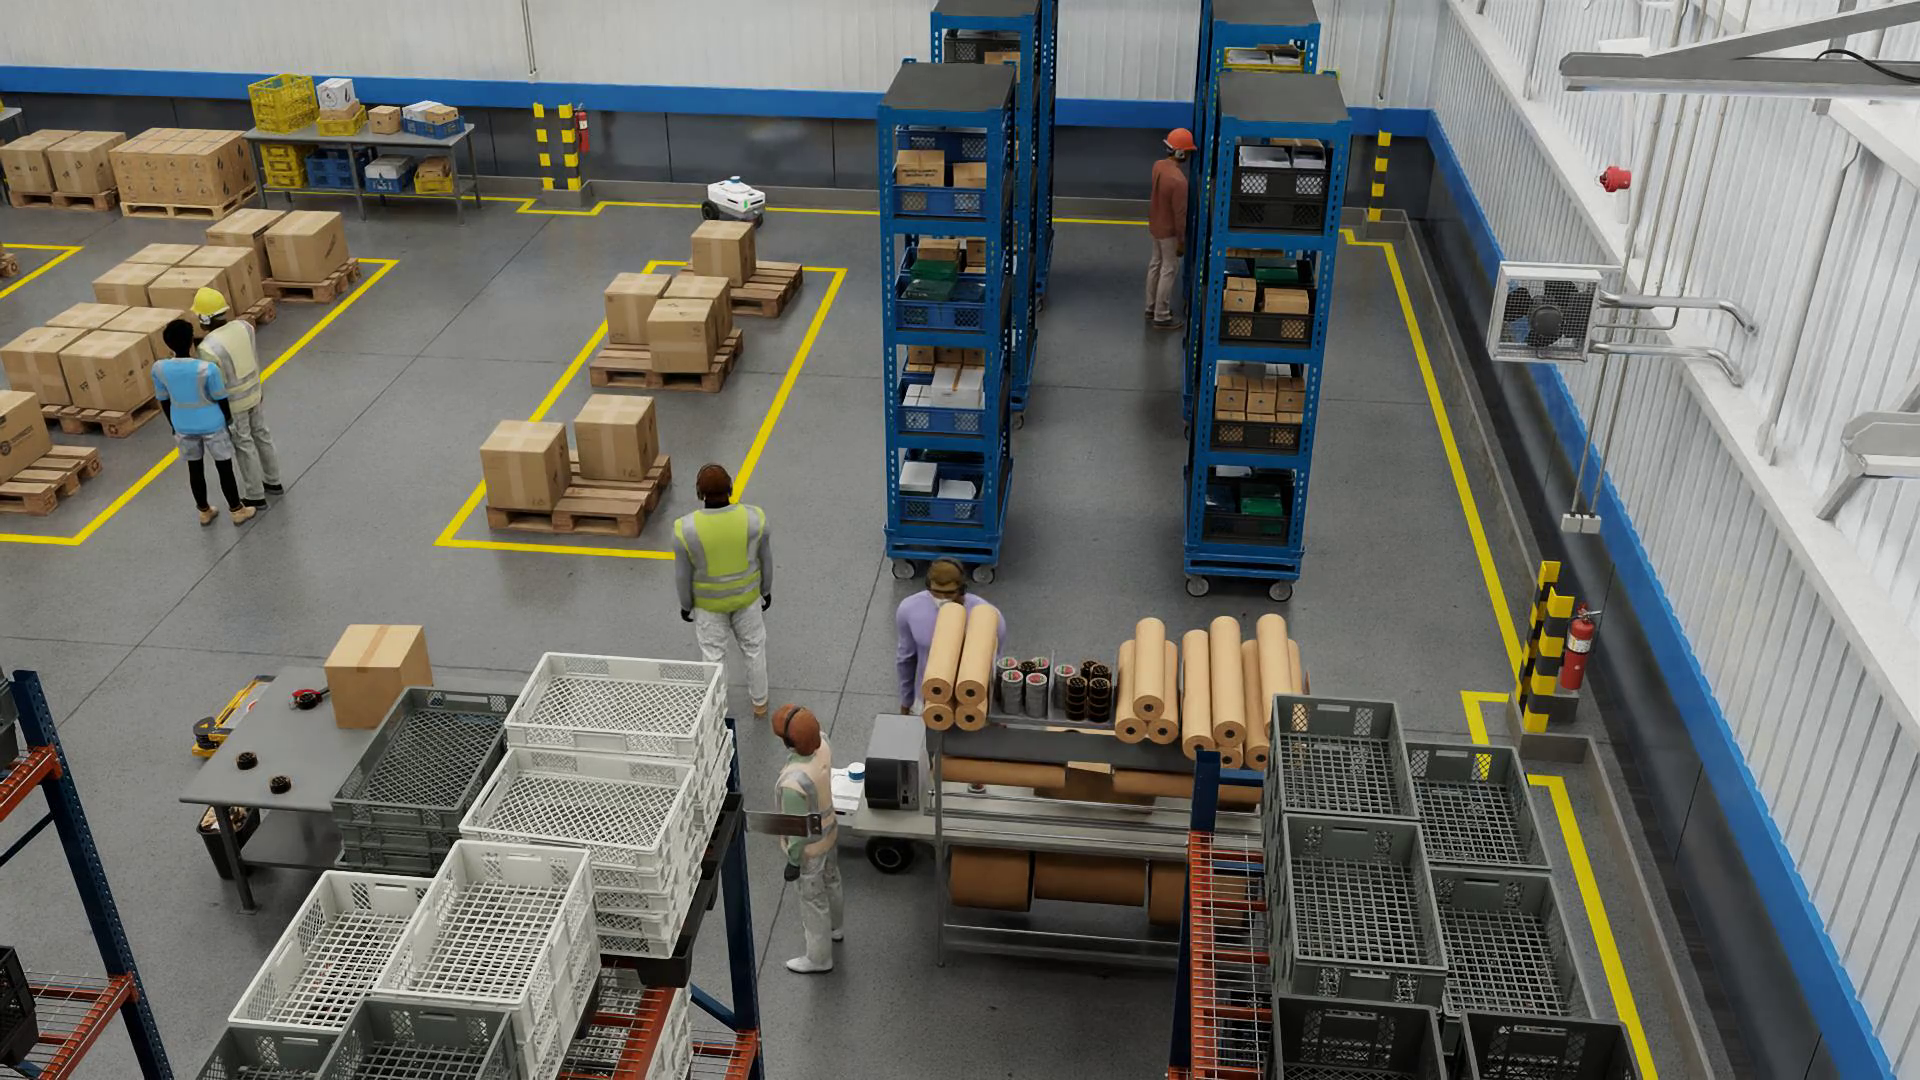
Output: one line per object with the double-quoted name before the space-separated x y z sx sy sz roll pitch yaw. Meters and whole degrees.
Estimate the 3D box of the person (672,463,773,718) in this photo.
"person" -1.482 0.349 10.501 0.624 1.840 0.429 -10 32 -17

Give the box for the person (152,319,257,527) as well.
"person" -5.826 -0.886 12.764 0.556 1.697 0.316 1 30 1

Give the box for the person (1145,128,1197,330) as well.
"person" 2.042 -3.011 16.137 0.411 1.980 0.624 -10 32 -16

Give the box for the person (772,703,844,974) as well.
"person" -0.785 1.548 8.637 0.313 1.636 0.517 8 31 13

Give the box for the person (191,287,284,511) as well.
"person" -5.669 -1.101 12.994 0.404 1.834 0.592 7 31 12

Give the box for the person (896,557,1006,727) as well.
"person" -0.051 0.908 9.456 0.625 1.930 0.371 7 31 12

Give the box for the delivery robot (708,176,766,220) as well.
"delivery robot" -2.549 -3.907 18.986 0.707 0.478 0.477 25 39 36
